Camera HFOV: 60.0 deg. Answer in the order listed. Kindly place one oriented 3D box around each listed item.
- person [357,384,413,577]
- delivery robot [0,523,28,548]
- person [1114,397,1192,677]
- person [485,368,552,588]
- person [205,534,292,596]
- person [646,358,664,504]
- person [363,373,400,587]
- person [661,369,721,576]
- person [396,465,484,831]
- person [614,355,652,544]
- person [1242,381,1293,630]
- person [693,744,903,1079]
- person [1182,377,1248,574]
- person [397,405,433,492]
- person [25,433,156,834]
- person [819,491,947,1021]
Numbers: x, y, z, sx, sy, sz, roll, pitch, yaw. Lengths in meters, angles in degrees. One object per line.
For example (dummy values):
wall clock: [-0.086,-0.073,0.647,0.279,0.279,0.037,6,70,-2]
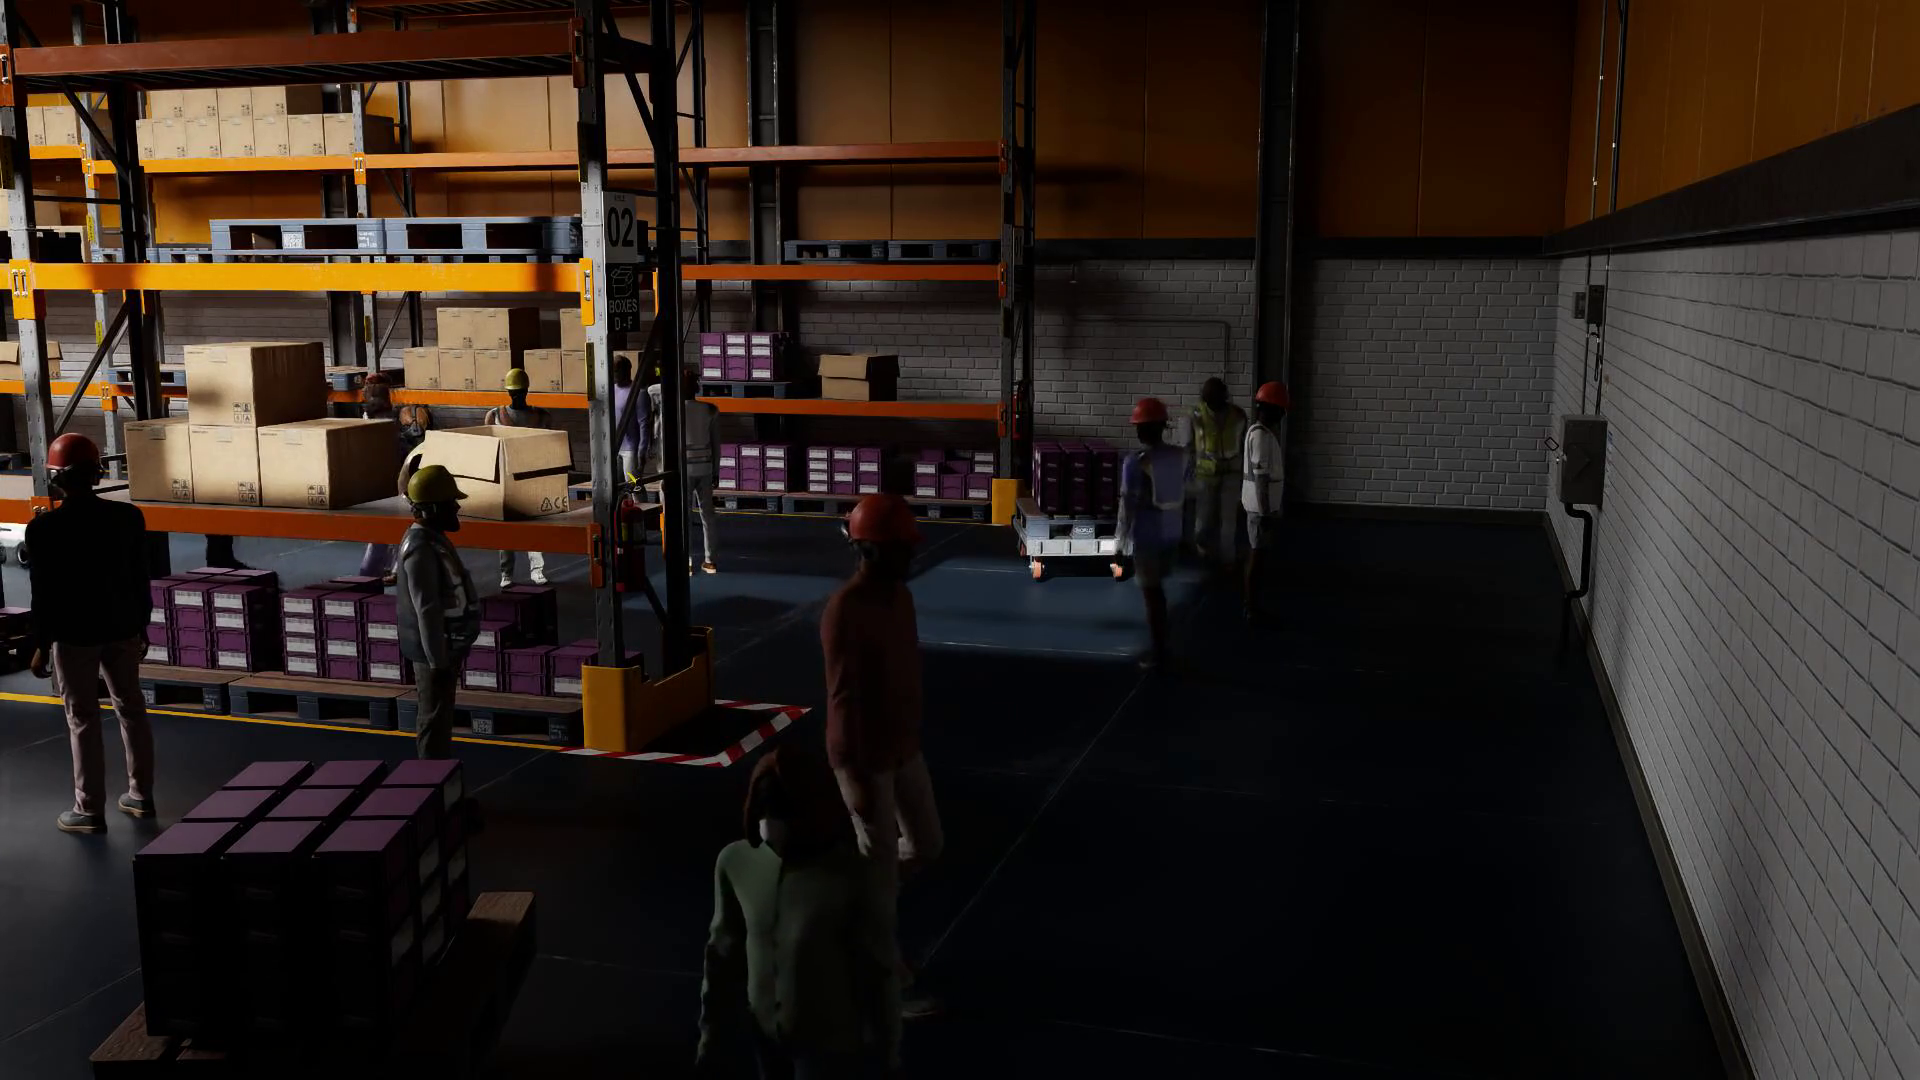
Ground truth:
person: [-4.807,-0.388,13.951,1.028,1.840,0.653,0,9,2]
delivery robot: [-8.791,-0.084,15.723,0.707,0.478,0.477,5,10,26]
person: [1.311,-0.027,11.516,0.570,1.912,0.599,-6,11,-31]
person: [-3.864,-0.545,14.646,0.584,1.927,0.367,-4,10,-23]
person: [-5.549,-0.239,12.725,0.803,1.954,0.626,0,9,0]
person: [-3.161,-1.063,18.031,0.579,1.861,0.333,-5,11,-30]
person: [-5.101,-0.535,14.706,0.573,1.887,0.356,7,12,37]
person: [-2.451,-0.612,15.177,0.572,1.886,0.358,-6,11,-31]
person: [-2.604,0.535,8.342,0.403,1.834,0.588,-3,10,-17]
person: [-3.372,-0.896,16.772,0.627,1.933,0.371,7,11,35]
person: [2.382,-0.270,12.967,0.368,1.929,0.542,1,9,7]
person: [-0.456,1.320,4.211,0.520,1.605,0.710,5,11,29]
person: [2.358,-0.618,15.437,0.632,1.814,0.693,-1,9,-5]
person: [-3.828,-0.046,11.891,0.429,1.836,0.620,-2,10,-14]
person: [-4.332,0.461,8.299,0.378,1.996,0.611,6,11,32]
person: [-0.279,0.802,6.251,0.525,1.984,0.640,5,10,27]
